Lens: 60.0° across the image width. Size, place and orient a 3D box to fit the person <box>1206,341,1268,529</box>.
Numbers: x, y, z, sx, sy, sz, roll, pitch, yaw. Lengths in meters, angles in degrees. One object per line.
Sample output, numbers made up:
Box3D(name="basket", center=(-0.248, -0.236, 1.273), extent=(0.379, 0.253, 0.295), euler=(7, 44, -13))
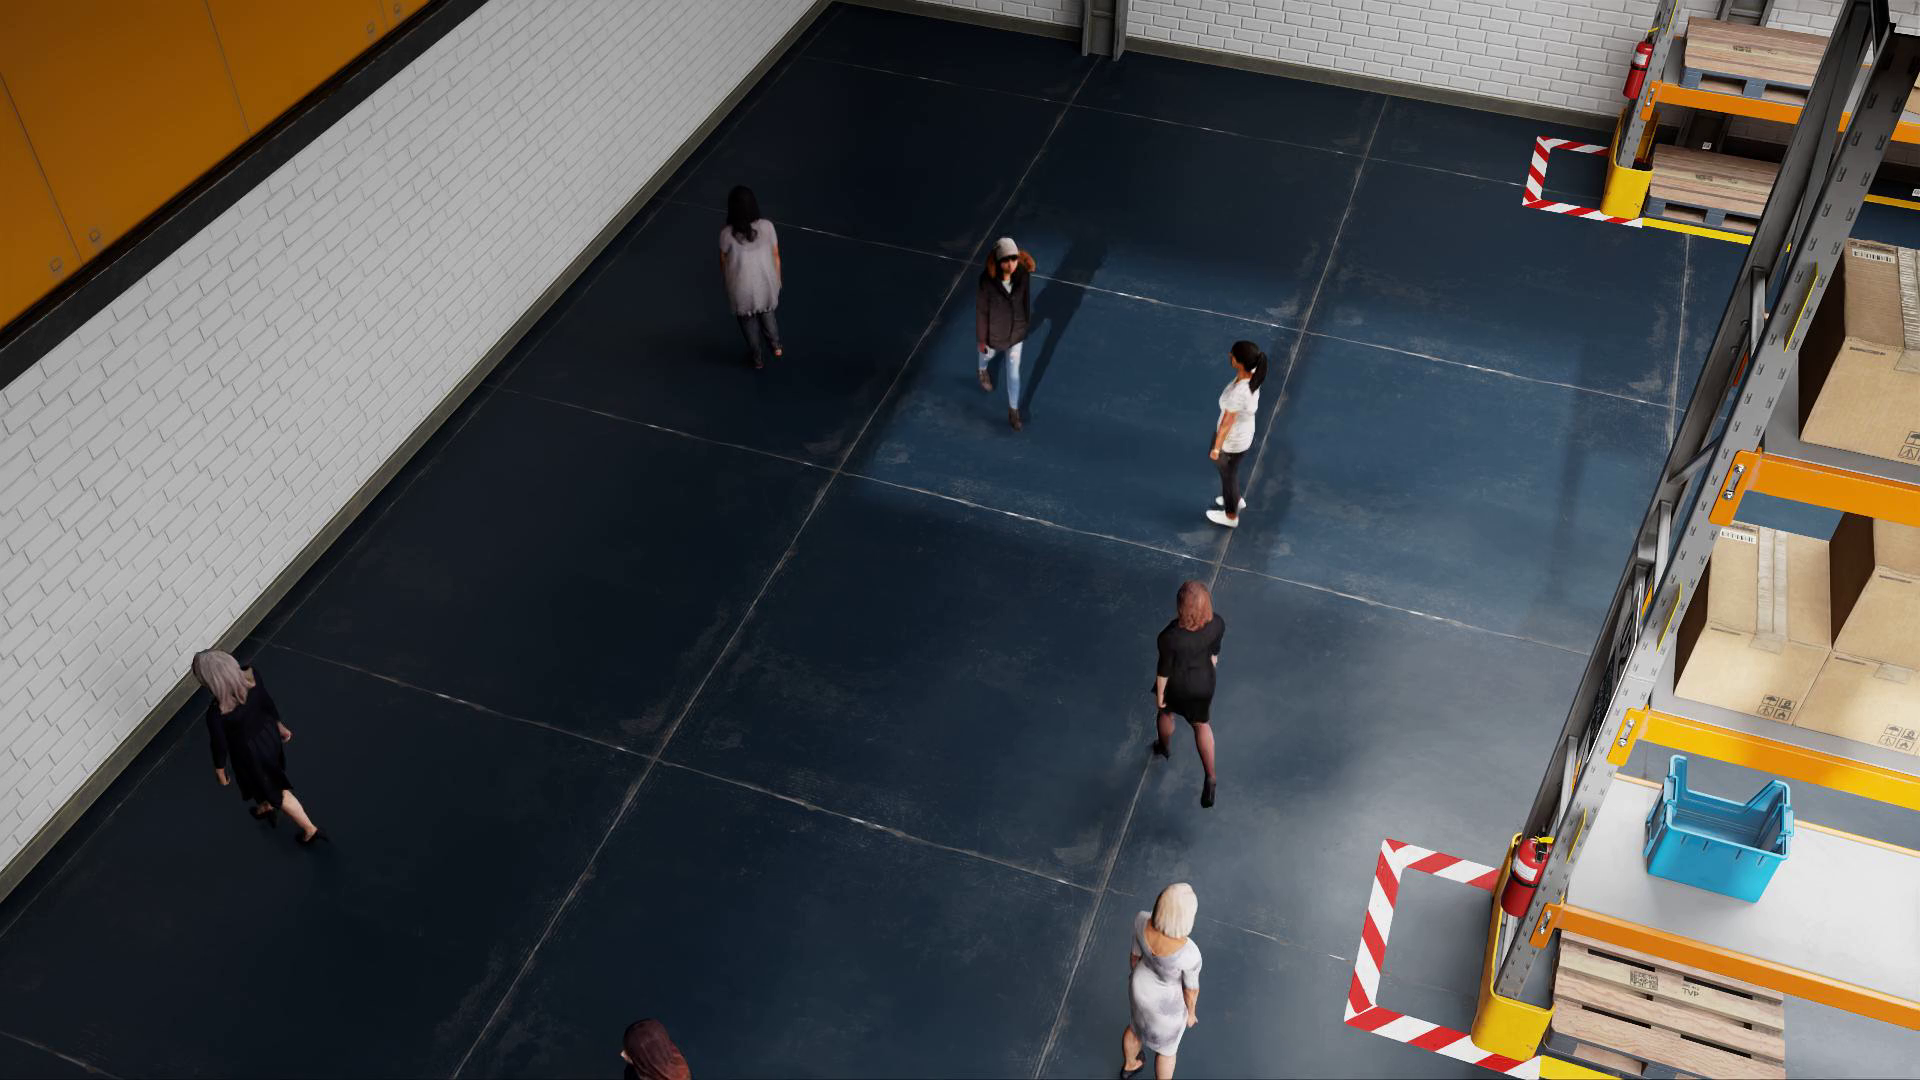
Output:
Box3D(name="person", center=(2.024, -0.703, 11.766), extent=(0.576, 1.632, 0.572), euler=(18, 46, 18))

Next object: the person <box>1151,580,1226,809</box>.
Box3D(name="person", center=(1.404, 0.930, 10.013), extent=(1.004, 1.687, 1.002), euler=(-13, 45, -13))

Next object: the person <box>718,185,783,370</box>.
Box3D(name="person", center=(-1.634, -2.017, 13.174), extent=(0.781, 1.594, 0.840), euler=(-17, 46, -17))

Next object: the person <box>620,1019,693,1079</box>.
Box3D(name="person", center=(-1.393, 2.777, 8.152), extent=(1.071, 1.579, 1.080), euler=(-23, 48, -22))

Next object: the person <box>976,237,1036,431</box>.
Box3D(name="person", center=(0.301, -1.682, 12.814), extent=(1.098, 1.605, 1.082), euler=(-13, 45, -13))

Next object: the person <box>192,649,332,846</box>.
Box3D(name="person", center=(-4.005, 1.249, 9.642), extent=(0.823, 1.737, 0.646), euler=(11, 45, 12))

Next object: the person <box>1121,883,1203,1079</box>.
Box3D(name="person", center=(1.024, 2.325, 8.503), extent=(0.570, 1.749, 0.697), euler=(33, 53, 30))
